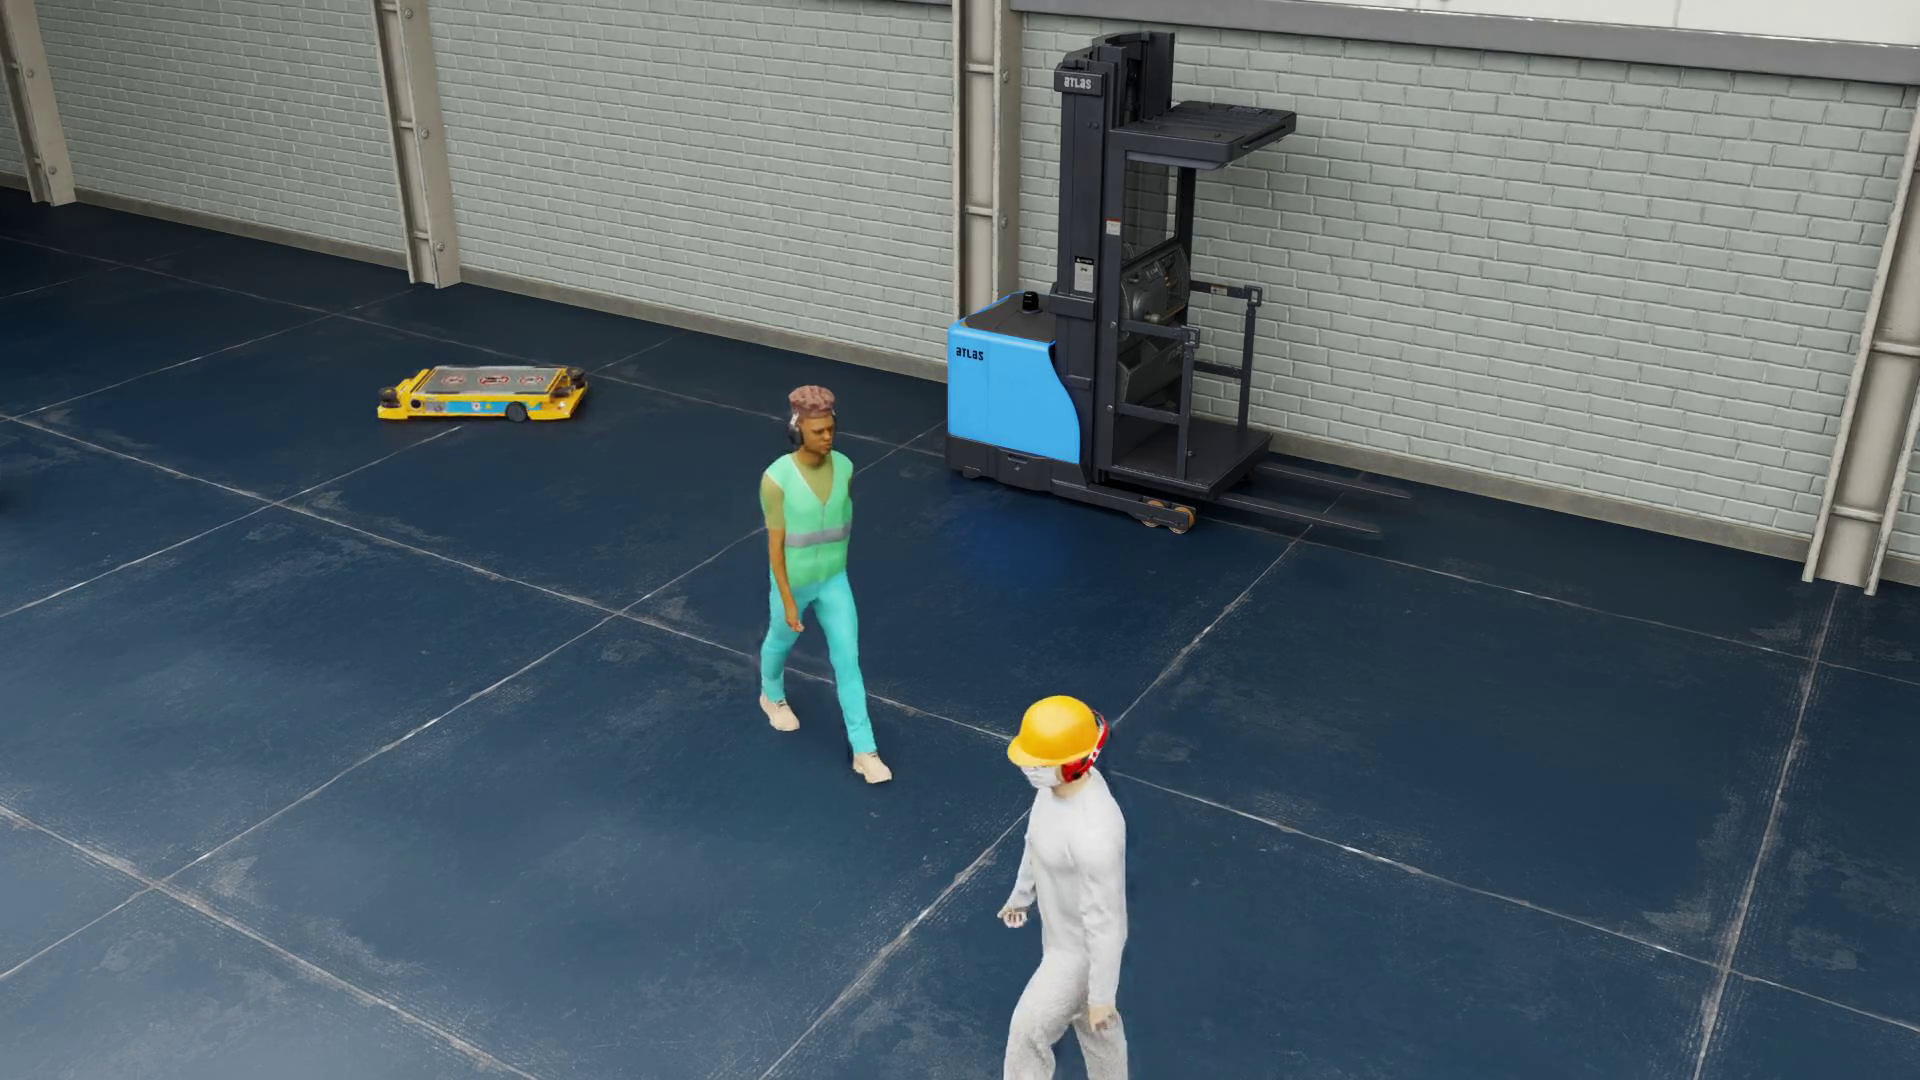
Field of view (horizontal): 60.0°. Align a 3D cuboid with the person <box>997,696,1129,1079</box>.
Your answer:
[{"bbox_3d":[0.259,1.337,5.561,0.827,1.860,0.592,-4,26,-8],"label":"person"}]

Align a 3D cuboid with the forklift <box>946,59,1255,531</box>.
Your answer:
[{"bbox_3d":[0.933,-1.707,10.833,1.873,2.768,1.129,15,29,28],"label":"forklift"}]

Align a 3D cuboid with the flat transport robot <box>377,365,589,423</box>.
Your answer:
[{"bbox_3d":[-3.603,-1.110,12.607,1.431,0.231,0.659,0,25,1],"label":"flat transport robot"}]

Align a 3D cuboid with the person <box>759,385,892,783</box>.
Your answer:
[{"bbox_3d":[-0.708,0.175,7.960,0.482,1.930,1.035,-15,29,-28],"label":"person"}]
